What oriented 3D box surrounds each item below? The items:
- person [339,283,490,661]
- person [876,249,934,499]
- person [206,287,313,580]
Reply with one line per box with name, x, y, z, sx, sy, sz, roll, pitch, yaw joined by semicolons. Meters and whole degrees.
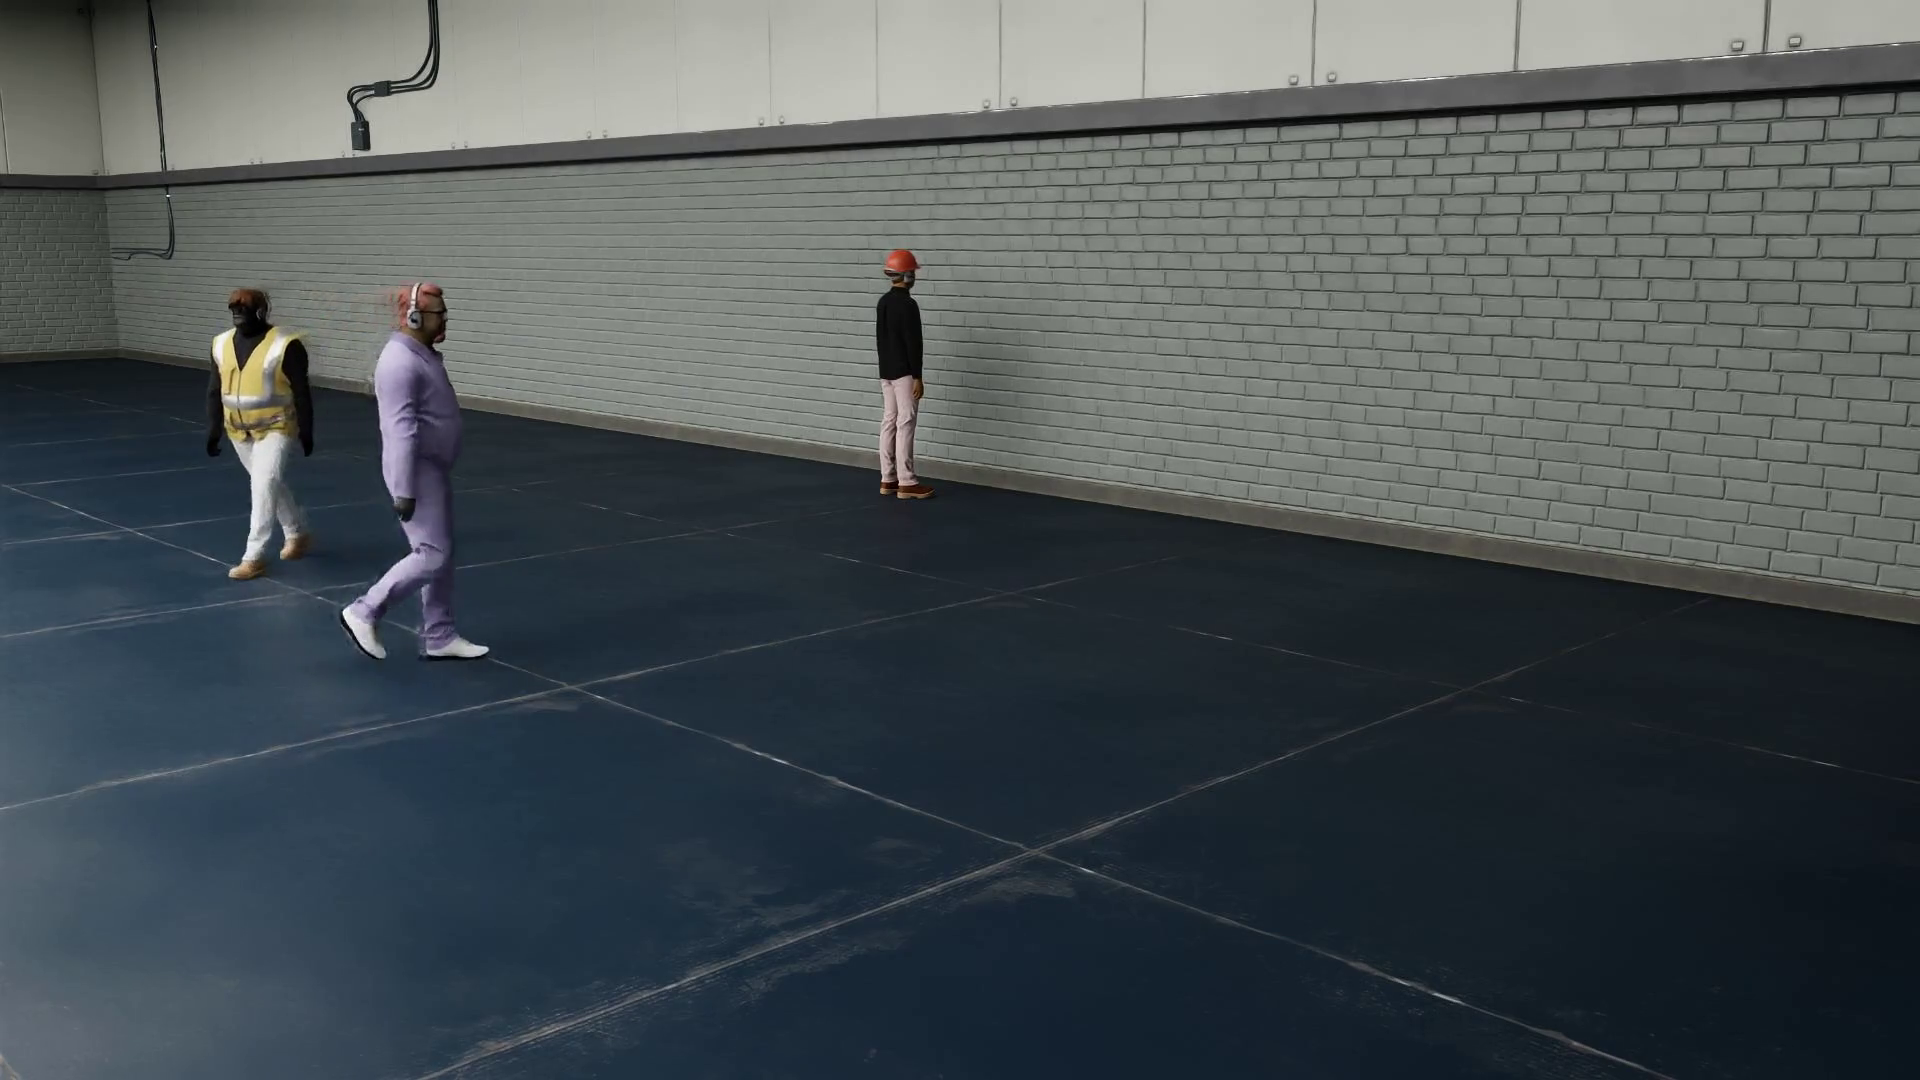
person;-2.695;-0.312;8.161;0.579;1.889;0.645;-2;11;-9
person;-0.468;-1.349;13.502;0.375;1.997;0.612;-6;12;-30
person;-4.441;-0.710;10.593;0.638;1.797;0.960;2;11;12
